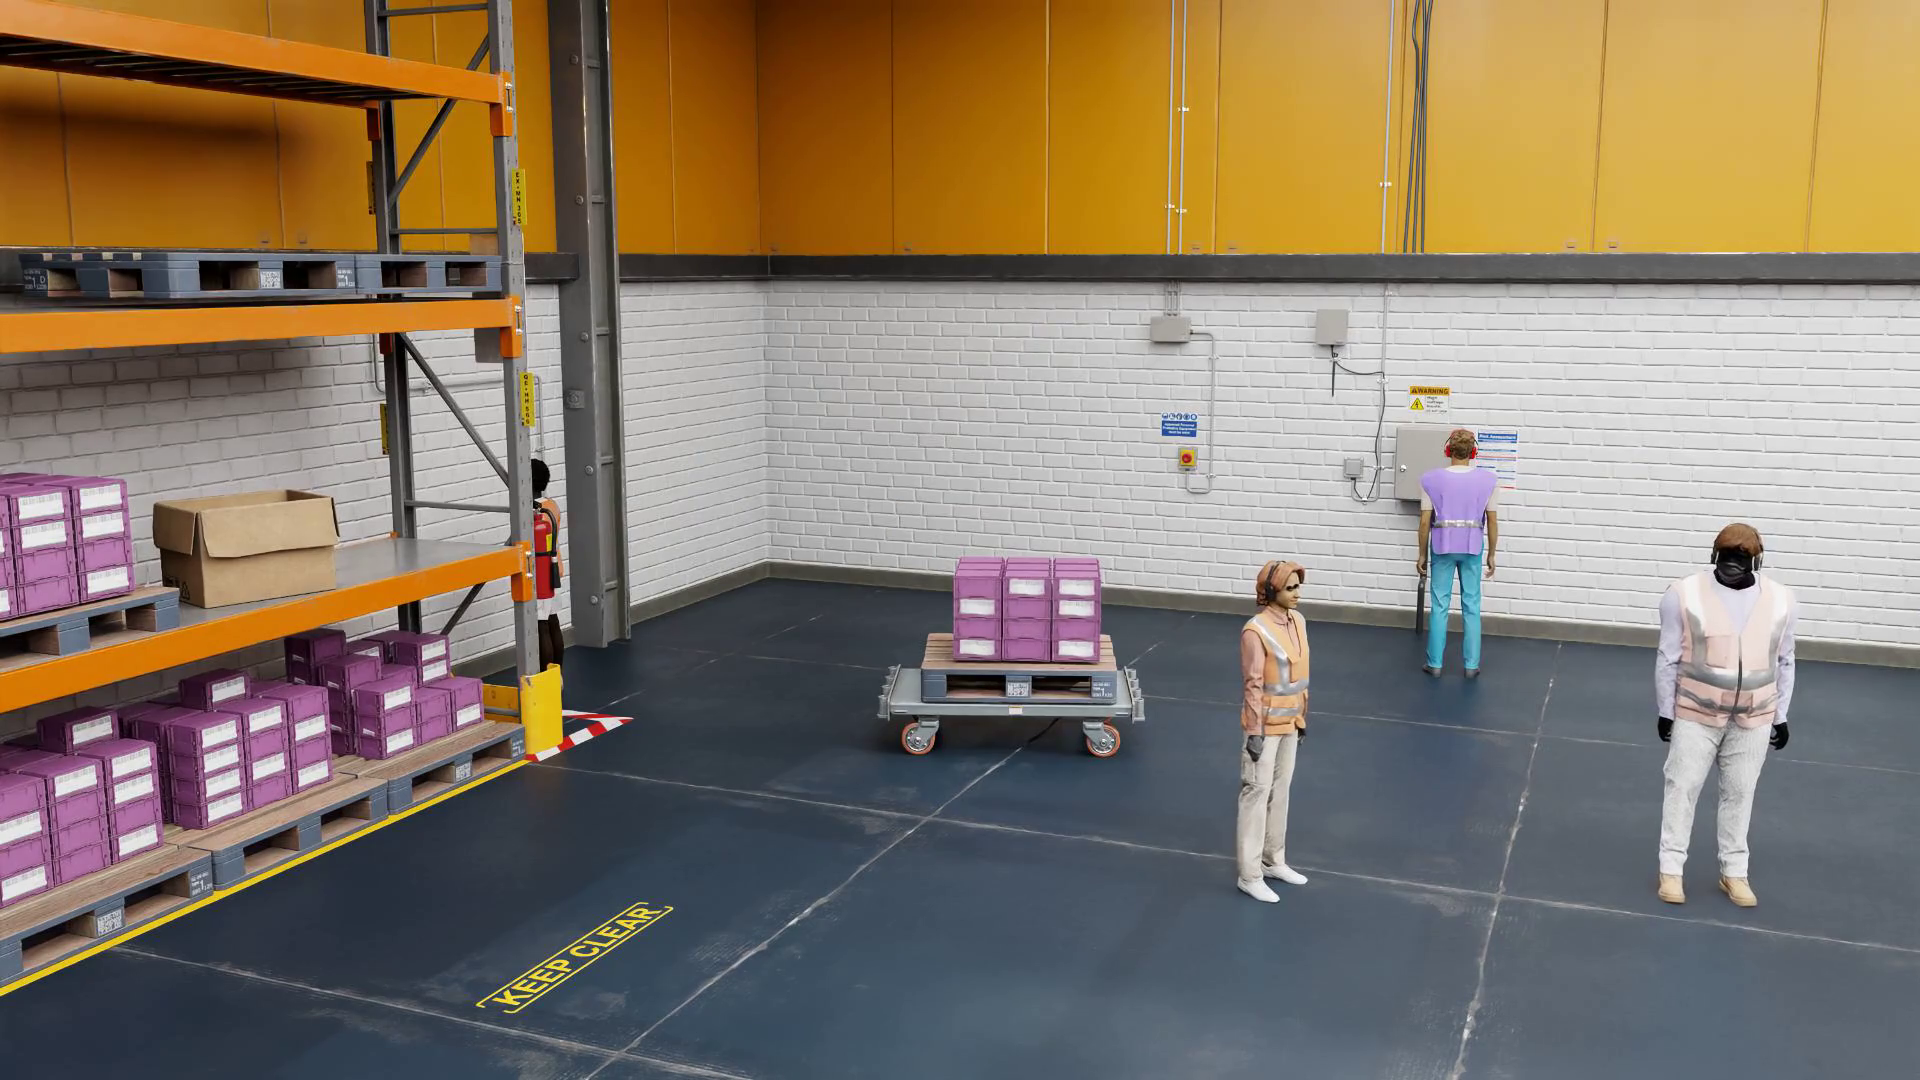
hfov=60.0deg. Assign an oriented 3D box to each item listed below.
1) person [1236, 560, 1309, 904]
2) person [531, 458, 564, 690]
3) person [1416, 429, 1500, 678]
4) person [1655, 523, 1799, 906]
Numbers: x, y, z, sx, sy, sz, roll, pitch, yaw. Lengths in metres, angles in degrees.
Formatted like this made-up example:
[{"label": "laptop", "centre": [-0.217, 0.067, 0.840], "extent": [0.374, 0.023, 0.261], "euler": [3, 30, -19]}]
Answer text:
[{"label": "person", "centre": [1.511, 0.904, 8.019], "extent": [0.306, 1.640, 0.523], "euler": [7, 12, 37]}, {"label": "person", "centre": [-2.960, 0.272, 11.677], "extent": [0.319, 1.696, 0.532], "euler": [1, 9, 5]}, {"label": "person", "centre": [3.654, 0.106, 12.231], "extent": [0.570, 1.845, 0.383], "euler": [2, 9, 9]}, {"label": "person", "centre": [3.628, 0.825, 7.898], "extent": [0.624, 1.841, 0.430], "euler": [1, 9, 9]}]
